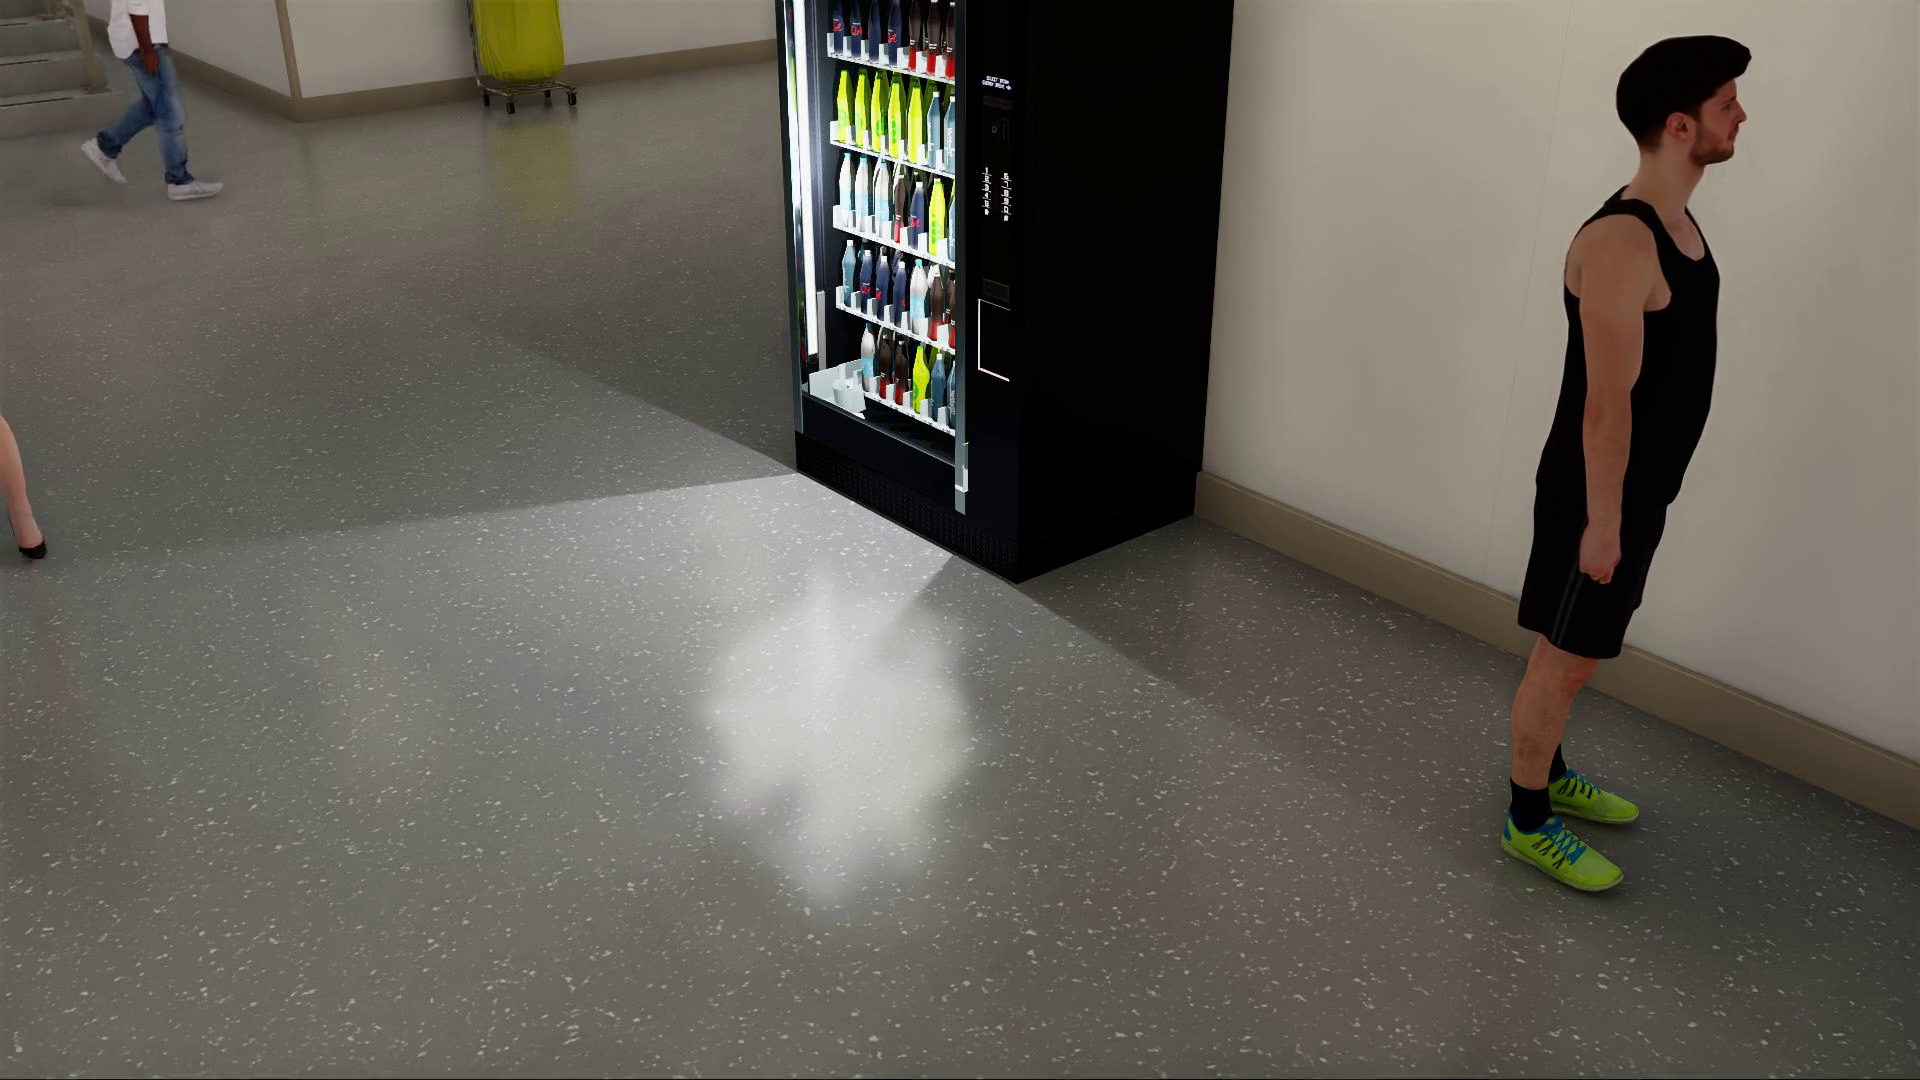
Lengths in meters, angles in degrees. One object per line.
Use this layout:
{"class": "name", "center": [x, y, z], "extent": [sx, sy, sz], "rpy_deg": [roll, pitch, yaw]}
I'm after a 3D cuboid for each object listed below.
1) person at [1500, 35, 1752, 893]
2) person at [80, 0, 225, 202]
{"class": "person", "center": [1.434, -0.140, 3.668], "extent": [0.719, 1.895, 0.754], "rpy_deg": [13, 29, 25]}
{"class": "person", "center": [-4.649, -2.787, 9.271], "extent": [0.854, 1.796, 0.950], "rpy_deg": [-11, 28, -21]}
